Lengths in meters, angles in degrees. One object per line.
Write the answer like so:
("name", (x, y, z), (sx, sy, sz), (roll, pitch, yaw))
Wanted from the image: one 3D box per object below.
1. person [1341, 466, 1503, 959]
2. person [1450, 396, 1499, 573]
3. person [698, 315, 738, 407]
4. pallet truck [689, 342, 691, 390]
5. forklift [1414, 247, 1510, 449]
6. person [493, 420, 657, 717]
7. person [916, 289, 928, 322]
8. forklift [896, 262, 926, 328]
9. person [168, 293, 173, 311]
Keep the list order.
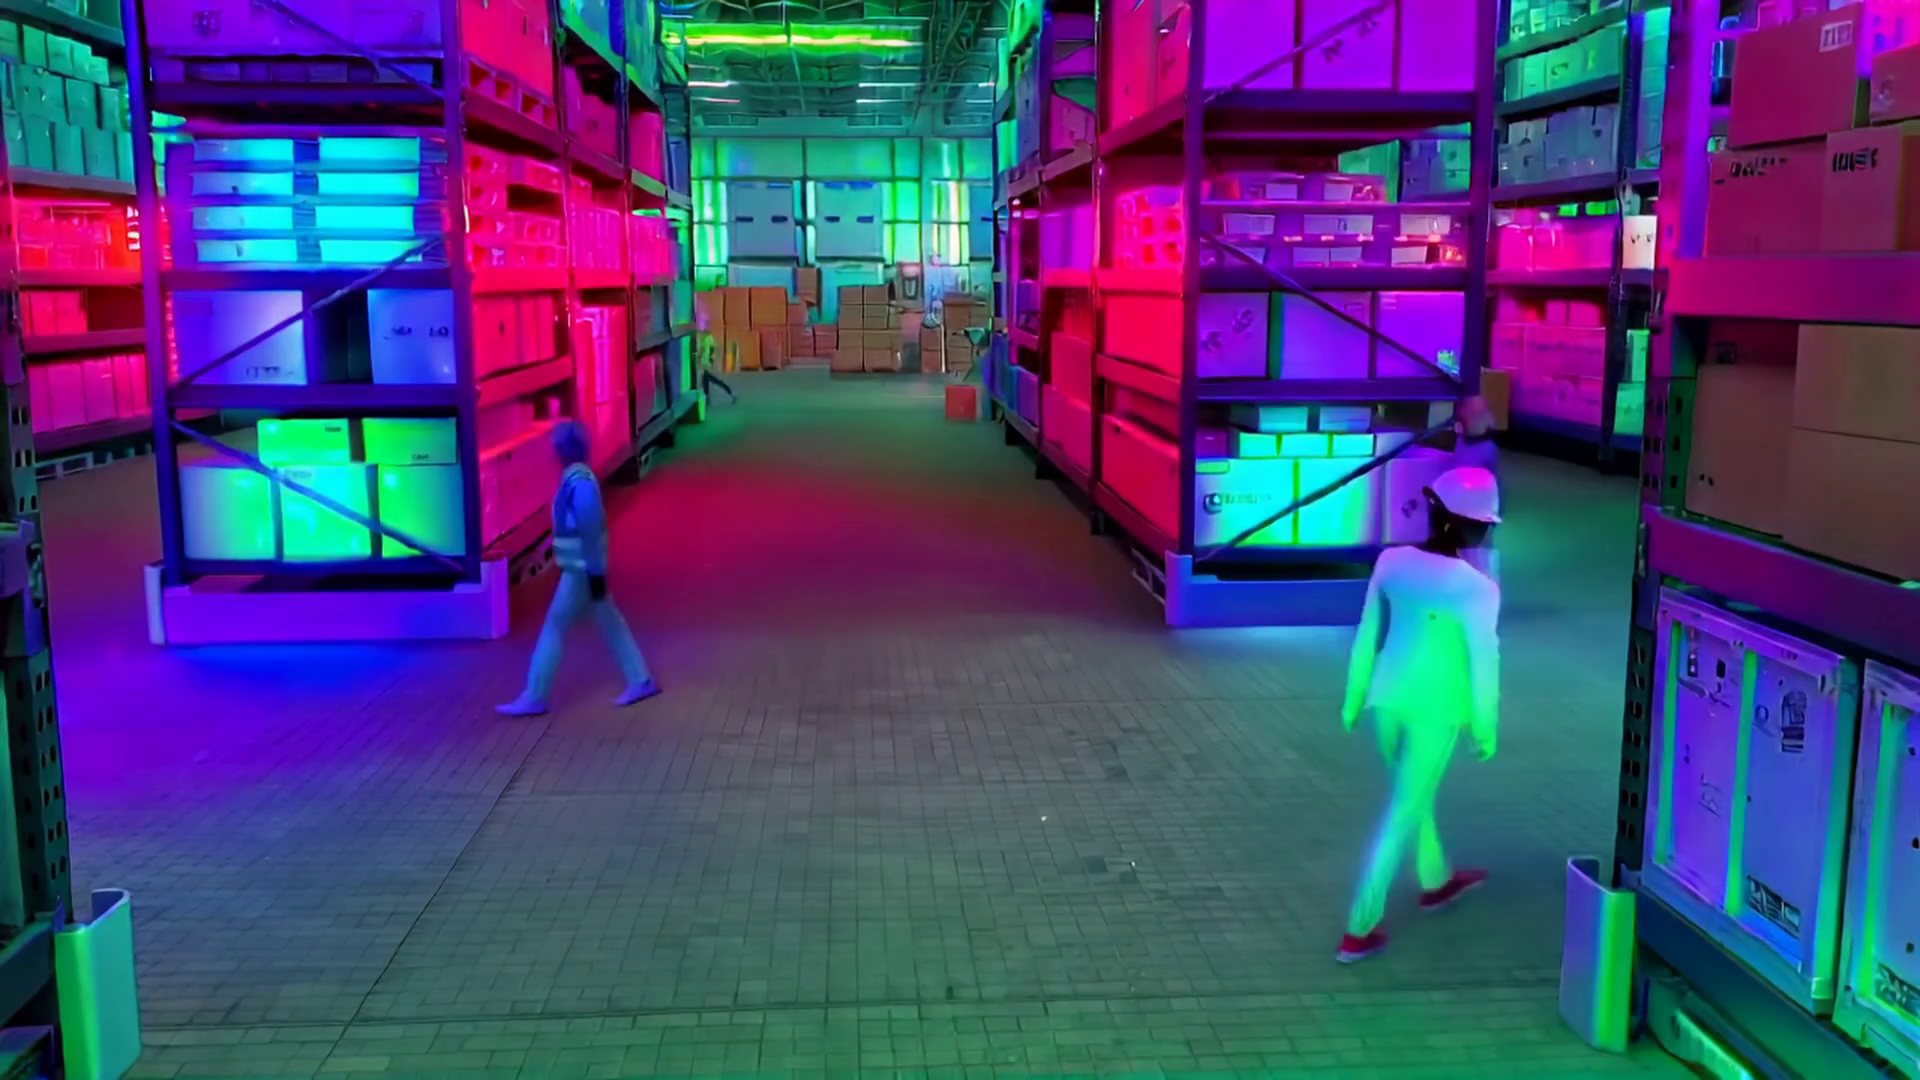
("person", (1.666, 0.585, 5.810), (0.869, 1.702, 0.563), (-6, 11, -33))
("person", (3.142, -0.083, 10.296), (0.453, 1.614, 0.521), (-2, 9, -11))
("person", (-4.379, -3.193, 29.688), (0.774, 1.662, 0.538), (-2, 9, -14))
("pallet truck", (-5.225, -3.008, 27.480), (1.885, 1.965, 0.823), (2, 9, 14))
("forklift", (6.345, -2.621, 22.289), (1.873, 2.768, 1.129), (1, 9, 4))
("person", (-2.058, 0.147, 8.954), (0.875, 1.593, 0.515), (-2, 9, -15))
("person", (-1.515, -9.217, 66.909), (0.982, 1.869, 0.553), (-4, 10, -22))
("forklift", (-1.780, -8.547, 59.499), (1.129, 2.768, 1.873), (-1, 9, -4))
("person", (-29.605, -8.614, 62.739), (0.402, 1.987, 0.608), (0, 9, -1))
